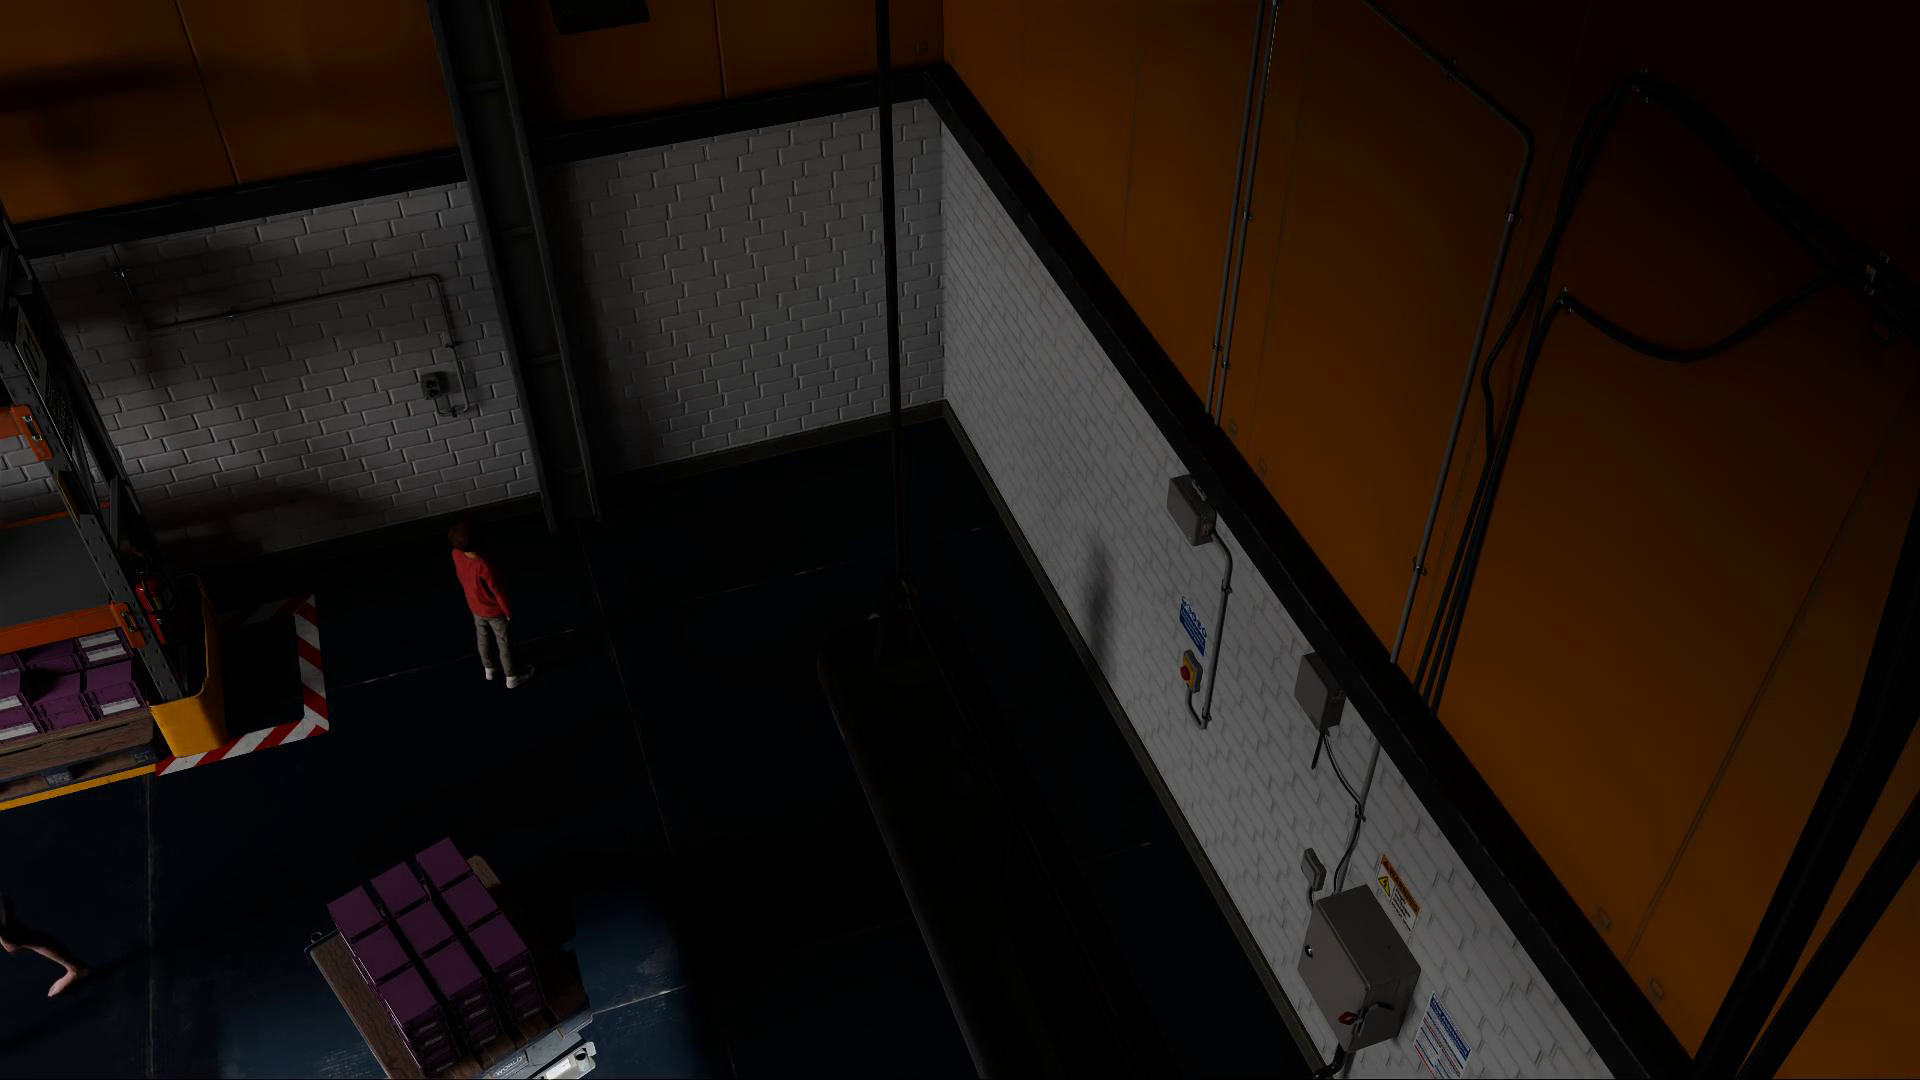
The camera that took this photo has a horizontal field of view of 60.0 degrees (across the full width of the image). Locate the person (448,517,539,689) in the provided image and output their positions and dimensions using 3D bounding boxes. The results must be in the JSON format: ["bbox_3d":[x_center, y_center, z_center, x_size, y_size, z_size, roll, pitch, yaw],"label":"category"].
[{"bbox_3d":[-3.044,0.402,10.699,0.602,1.417,0.649,22,48,21],"label":"person"}]

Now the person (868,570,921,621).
[{"bbox_3d":[-0.349,0.811,10.129,0.673,1.610,0.764,-2,44,-3],"label":"person"}]
